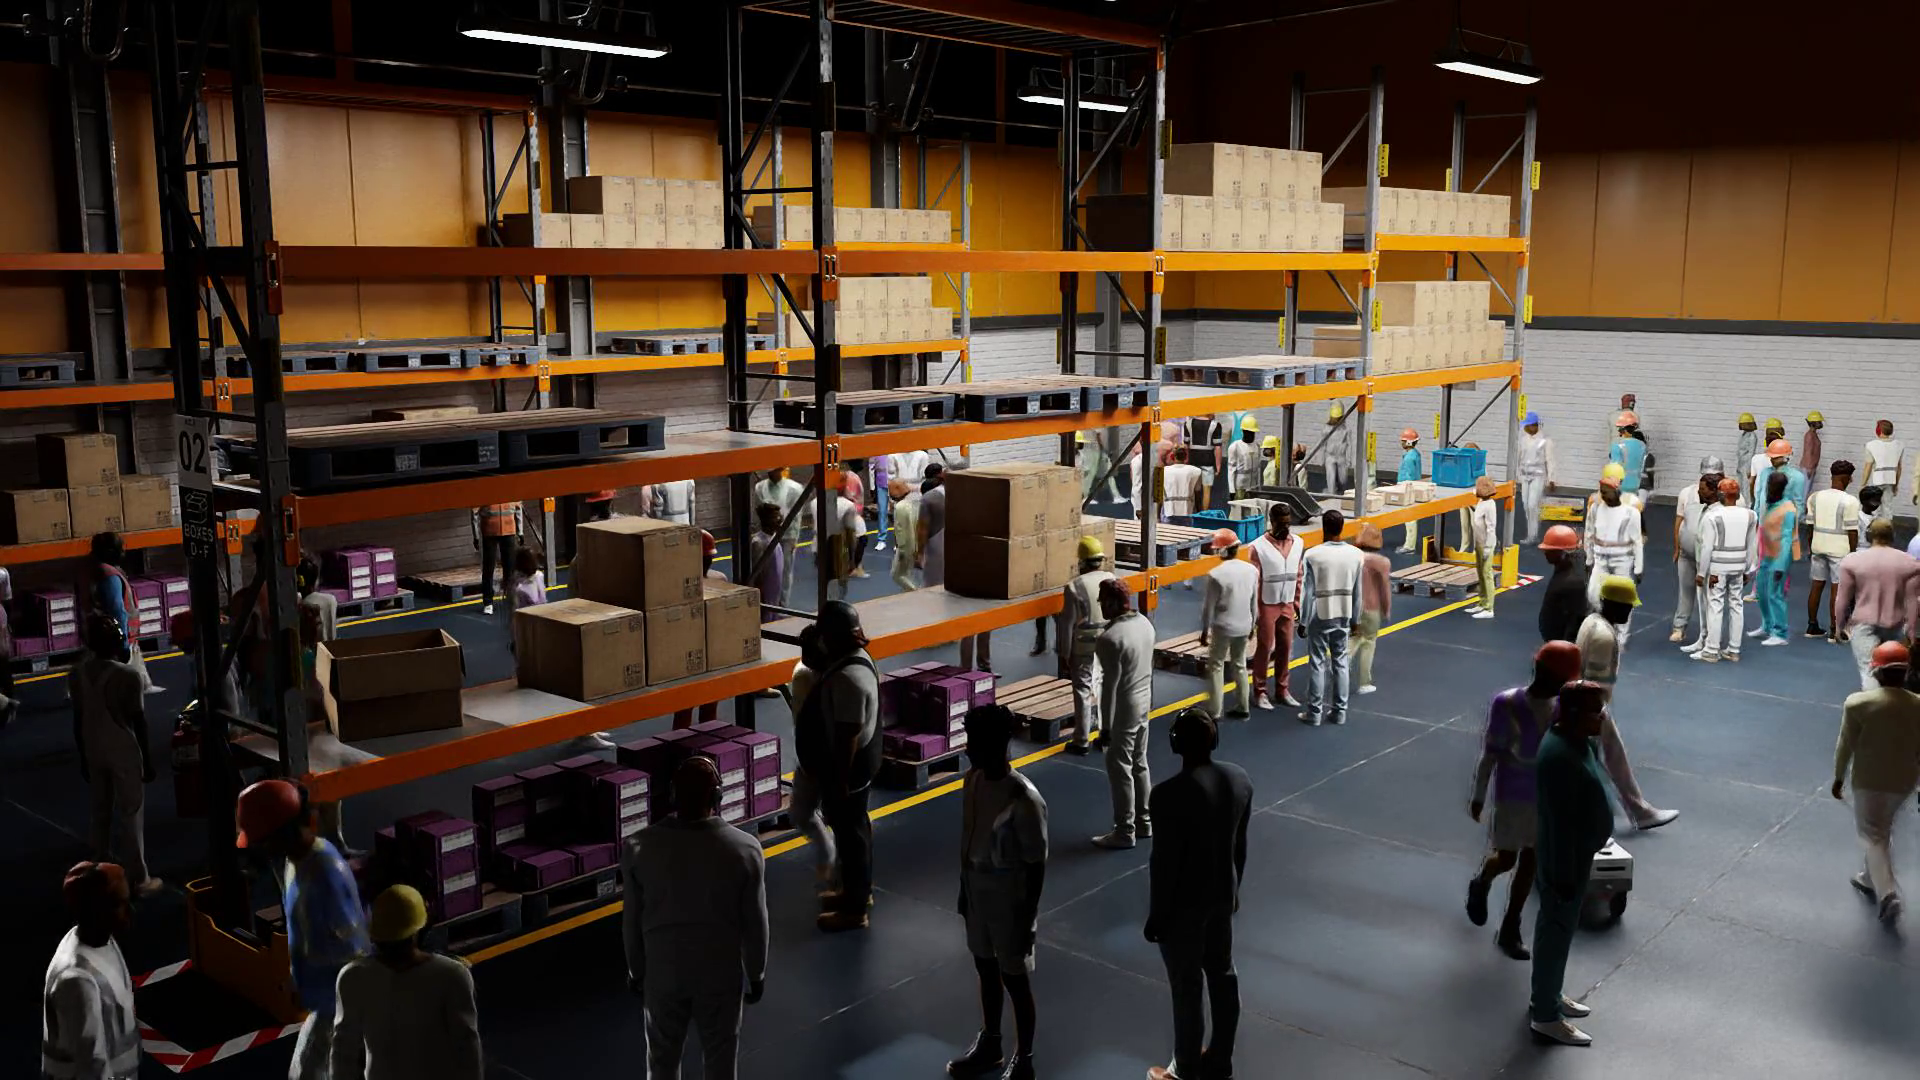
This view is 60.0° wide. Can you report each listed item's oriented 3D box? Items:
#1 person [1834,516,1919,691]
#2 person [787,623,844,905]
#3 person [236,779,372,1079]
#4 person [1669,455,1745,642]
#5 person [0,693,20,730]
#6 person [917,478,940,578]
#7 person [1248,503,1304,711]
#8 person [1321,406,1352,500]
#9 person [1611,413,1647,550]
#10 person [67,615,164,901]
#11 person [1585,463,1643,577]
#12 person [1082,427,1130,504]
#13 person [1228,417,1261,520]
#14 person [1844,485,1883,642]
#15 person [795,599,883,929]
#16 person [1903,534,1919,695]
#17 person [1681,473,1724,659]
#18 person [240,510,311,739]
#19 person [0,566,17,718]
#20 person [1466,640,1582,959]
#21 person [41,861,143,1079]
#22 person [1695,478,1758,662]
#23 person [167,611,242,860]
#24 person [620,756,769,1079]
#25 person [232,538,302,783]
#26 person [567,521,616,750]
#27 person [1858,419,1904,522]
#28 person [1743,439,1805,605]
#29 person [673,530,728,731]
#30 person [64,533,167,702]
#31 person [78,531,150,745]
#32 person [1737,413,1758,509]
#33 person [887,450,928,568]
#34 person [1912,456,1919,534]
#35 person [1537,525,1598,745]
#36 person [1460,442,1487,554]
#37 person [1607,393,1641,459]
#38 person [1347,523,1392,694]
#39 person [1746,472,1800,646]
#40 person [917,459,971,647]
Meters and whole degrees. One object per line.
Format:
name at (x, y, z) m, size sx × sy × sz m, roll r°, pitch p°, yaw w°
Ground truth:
person at (7.889, 0.750, 14.291) m, size 0.639 × 1.896 × 1.019 m, roll 2°, pitch 10°, yaw 11°
person at (-0.837, 1.406, 10.535) m, size 0.646 × 1.822 × 0.434 m, roll 8°, pitch 12°, yaw 40°
person at (-2.730, 1.929, 7.056) m, size 1.111 × 1.941 × 0.699 m, roll -5°, pitch 11°, yaw -29°
person at (7.902, 0.108, 17.639) m, size 0.673 × 2.000 × 0.535 m, roll 6°, pitch 11°, yaw 32°
person at (-8.240, 0.838, 13.951) m, size 0.598 × 1.813 × 0.566 m, roll 5°, pitch 11°, yaw 29°
person at (-0.315, 0.155, 18.379) m, size 0.318 × 1.699 × 0.535 m, roll 0°, pitch 10°, yaw 2°
person at (2.857, 0.597, 15.133) m, size 0.594 × 1.908 × 0.391 m, roll -5°, pitch 11°, yaw -28°
person at (6.136, -1.336, 27.176) m, size 0.503 × 1.726 × 0.533 m, roll 0°, pitch 10°, yaw 2°
person at (8.941, -0.699, 22.449) m, size 0.615 × 2.042 × 0.375 m, roll -5°, pitch 11°, yaw -29°
person at (-5.384, 1.390, 10.600) m, size 0.503 × 1.839 × 0.349 m, roll 2°, pitch 10°, yaw 9°
person at (7.198, 0.077, 18.302) m, size 0.595 × 1.899 × 0.806 m, roll 7°, pitch 12°, yaw 38°
person at (2.429, -1.480, 27.772) m, size 0.912 × 1.819 × 0.536 m, roll 6°, pitch 11°, yaw 30°
person at (3.989, -0.762, 23.217) m, size 0.585 × 1.918 × 0.409 m, roll -7°, pitch 12°, yaw -35°
person at (9.668, 0.251, 17.825) m, size 0.532 × 1.693 × 0.319 m, roll -6°, pitch 11°, yaw -32°
person at (-0.743, 1.350, 10.227) m, size 0.536 × 2.000 × 0.684 m, roll 0°, pitch 10°, yaw -2°
person at (8.864, 0.566, 15.219) m, size 0.549 × 1.933 × 0.373 m, roll -8°, pitch 12°, yaw -39°
person at (7.702, 0.267, 17.054) m, size 0.371 × 1.916 × 0.597 m, roll 2°, pitch 10°, yaw 9°
person at (-5.768, 0.697, 14.293) m, size 0.607 × 1.997 × 1.052 m, roll 3°, pitch 10°, yaw 20°
person at (-8.656, 0.776, 14.717) m, size 0.323 × 1.690 × 0.531 m, roll 9°, pitch 13°, yaw 44°
person at (3.320, 1.494, 9.829) m, size 0.625 × 1.887 × 0.538 m, roll -1°, pitch 10°, yaw -7°
person at (-3.266, 2.104, 6.364) m, size 1.025 × 1.823 × 0.582 m, roll -3°, pitch 10°, yaw -17°
person at (7.773, 0.309, 16.903) m, size 0.573 × 1.887 × 0.356 m, roll -1°, pitch 10°, yaw -9°
person at (-5.108, 1.324, 11.343) m, size 0.462 × 1.710 × 0.588 m, roll -4°, pitch 10°, yaw -23°
person at (-1.174, 1.894, 7.433) m, size 0.648 × 1.895 × 0.402 m, roll -1°, pitch 10°, yaw -4°
person at (-5.287, 0.948, 12.846) m, size 0.613 × 1.963 × 0.362 m, roll -9°, pitch 13°, yaw -42°
person at (-3.127, 0.793, 13.916) m, size 0.370 × 1.916 × 0.597 m, roll -3°, pitch 10°, yaw -19°
person at (13.024, -0.780, 23.520) m, size 0.569 × 1.844 × 0.378 m, roll -1°, pitch 10°, yaw -6°
person at (9.644, -0.206, 19.679) m, size 0.393 × 1.985 × 0.611 m, roll -5°, pitch 11°, yaw -25°
person at (-2.035, 0.897, 13.069) m, size 0.396 × 1.992 × 0.623 m, roll 8°, pitch 13°, yaw 41°
person at (-7.872, 0.718, 15.322) m, size 0.528 × 1.593 × 0.878 m, roll 8°, pitch 12°, yaw 38°
person at (-7.063, 0.838, 13.874) m, size 0.429 × 1.842 × 0.633 m, roll -9°, pitch 13°, yaw -44°
person at (12.197, -1.116, 25.870) m, size 0.322 × 1.737 × 0.485 m, roll 1°, pitch 10°, yaw 7°
person at (-0.690, -0.572, 22.049) m, size 0.538 × 1.929 × 0.382 m, roll 0°, pitch 10°, yaw -2°
person at (13.525, -0.635, 23.089) m, size 0.564 × 1.701 × 0.920 m, roll 5°, pitch 11°, yaw 28°
person at (4.828, 0.855, 13.388) m, size 0.449 × 1.980 × 0.617 m, roll 2°, pitch 10°, yaw 12°
person at (6.917, -0.513, 22.560) m, size 0.289 × 1.632 × 0.503 m, roll -4°, pitch 10°, yaw -22°
person at (10.962, -1.458, 27.393) m, size 0.408 × 1.908 × 0.646 m, roll -5°, pitch 11°, yaw -29°
person at (3.809, 0.652, 15.641) m, size 0.379 × 1.625 × 0.500 m, roll -8°, pitch 13°, yaw -41°
person at (8.618, 0.203, 17.568) m, size 0.447 × 1.874 × 0.645 m, roll 0°, pitch 10°, yaw 2°
person at (-0.194, 0.093, 17.732) m, size 0.865 × 2.000 × 0.539 m, roll -3°, pitch 10°, yaw -18°
